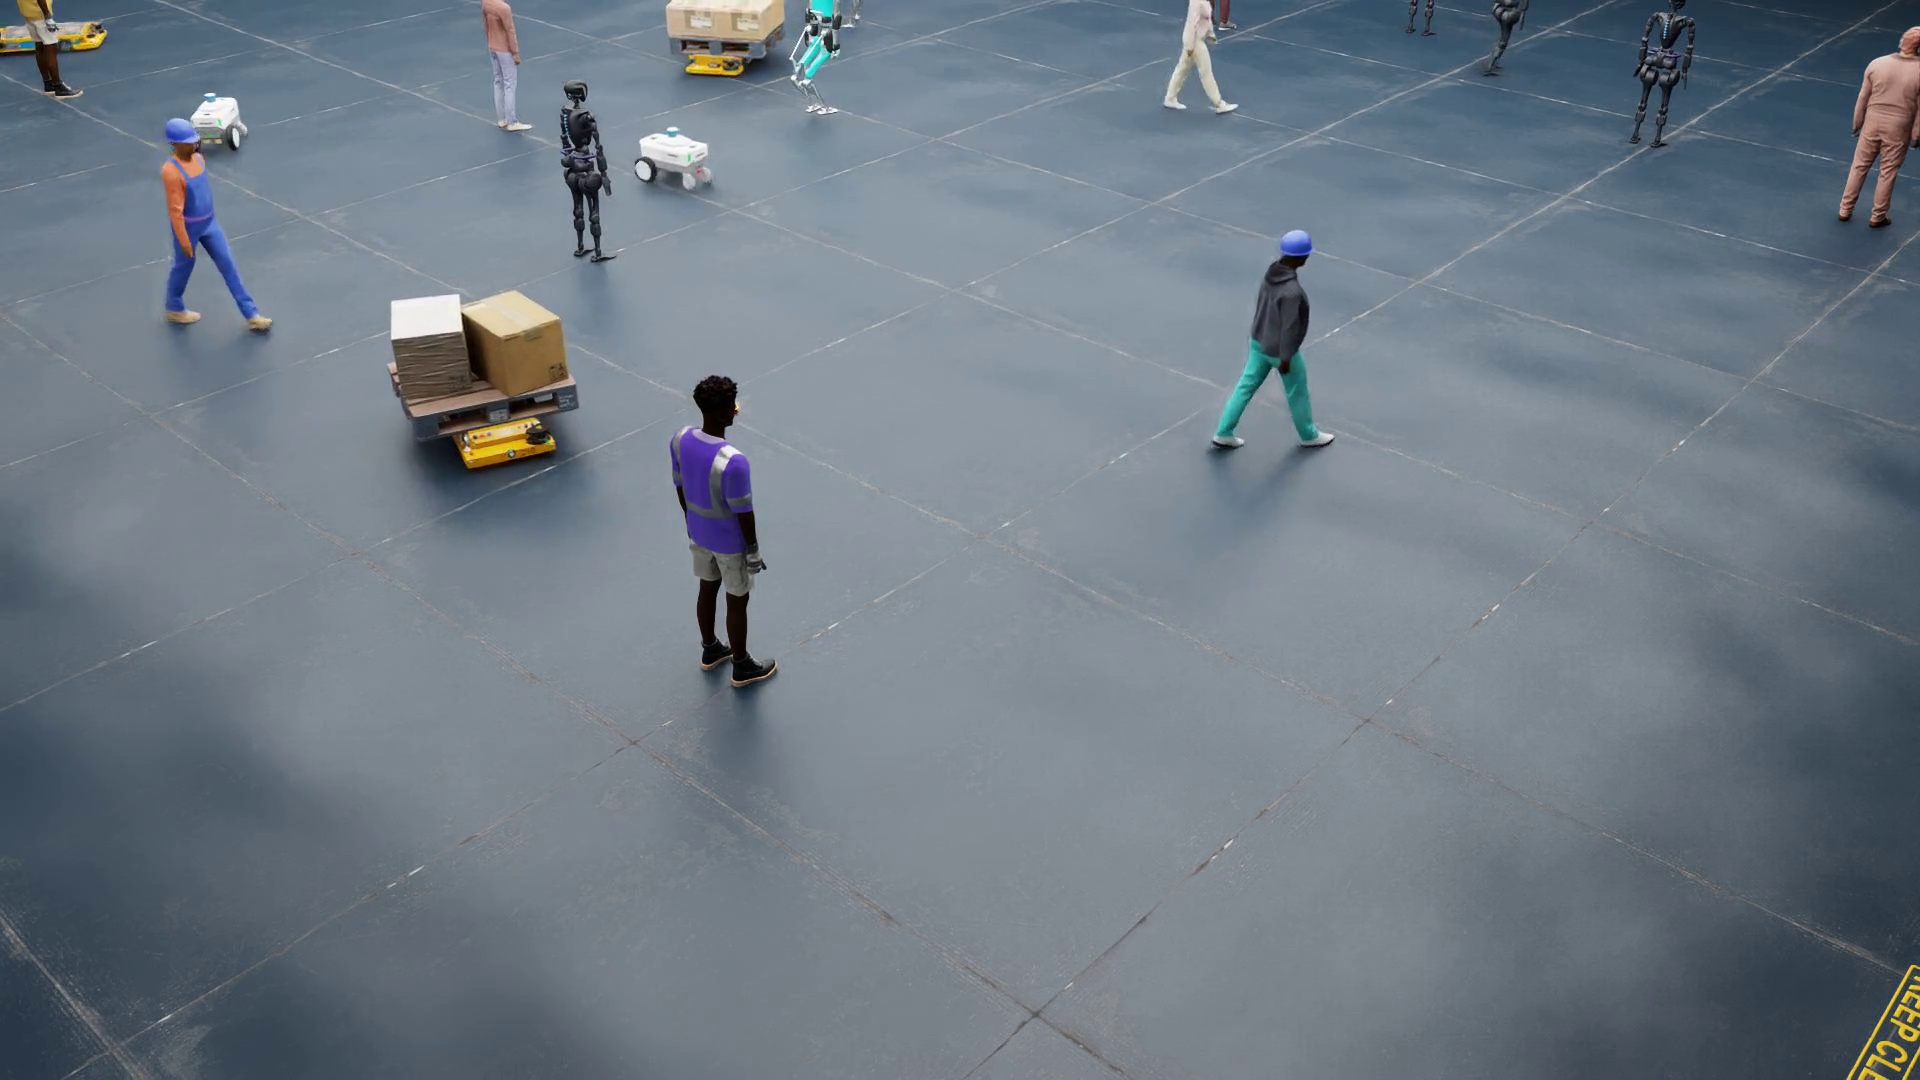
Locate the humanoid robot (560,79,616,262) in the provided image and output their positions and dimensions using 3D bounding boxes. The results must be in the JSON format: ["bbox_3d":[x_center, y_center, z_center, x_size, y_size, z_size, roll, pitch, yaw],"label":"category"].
[{"bbox_3d":[-3.465,-3.414,15.303,0.599,1.657,0.315,26,40,35],"label":"humanoid robot"}]

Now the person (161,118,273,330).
[{"bbox_3d":[-6.411,-2.632,13.899,1.041,1.855,0.517,11,33,17],"label":"person"}]

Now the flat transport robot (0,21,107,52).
[{"bbox_3d":[-11.960,-6.534,21.675,1.431,0.231,0.659,-8,33,-12],"label":"flat transport robot"}]

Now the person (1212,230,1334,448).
[{"bbox_3d":[2.308,-1.443,12.087,0.924,1.724,0.544,-9,33,-14],"label":"person"}]

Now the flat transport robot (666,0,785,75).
[{"bbox_3d":[-2.926,-6.186,21.115,0.659,0.231,1.431,6,32,10],"label":"flat transport robot"}]

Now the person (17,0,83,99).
[{"bbox_3d":[-10.807,-6.187,19.510,0.611,1.962,0.362,25,40,35],"label":"person"}]

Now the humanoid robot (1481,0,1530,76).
[{"bbox_3d":[6.687,-6.515,20.319,0.495,1.632,0.593,-10,33,-16],"label":"humanoid robot"}]

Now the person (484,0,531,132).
[{"bbox_3d":[-5.068,-5.460,18.539,0.368,1.758,0.539,-27,41,-36],"label":"person"}]

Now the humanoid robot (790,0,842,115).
[{"bbox_3d":[-1.676,-5.610,18.669,0.533,1.677,0.735,26,40,35],"label":"humanoid robot"}]

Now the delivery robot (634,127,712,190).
[{"bbox_3d":[-2.985,-3.984,17.311,0.811,0.608,0.499,18,36,26],"label":"delivery robot"}]

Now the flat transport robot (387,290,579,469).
[{"bbox_3d":[-3.627,-0.989,12.747,0.659,0.231,1.431,-15,35,-23],"label":"flat transport robot"}]

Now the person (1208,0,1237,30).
[{"bbox_3d":[3.508,-7.752,22.174,0.555,1.809,0.368,25,40,35],"label":"person"}]

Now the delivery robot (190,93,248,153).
[{"bbox_3d":[-8.173,-4.601,18.284,0.525,0.587,0.755,-4,32,-6],"label":"delivery robot"}]

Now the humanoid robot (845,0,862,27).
[{"bbox_3d":[-1.442,-7.803,22.318,0.777,1.777,0.567,20,37,29],"label":"humanoid robot"}]

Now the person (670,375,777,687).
[{"bbox_3d":[-1.374,-0.050,9.628,0.611,1.963,0.362,25,40,35],"label":"person"}]

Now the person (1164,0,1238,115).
[{"bbox_3d":[2.786,-5.702,19.023,0.879,1.650,0.468,6,32,9],"label":"person"}]

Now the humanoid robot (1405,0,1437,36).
[{"bbox_3d":[6.169,-7.543,21.953,0.599,1.657,0.315,26,40,35],"label":"humanoid robot"}]

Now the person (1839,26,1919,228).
[{"bbox_3d":[8.930,-3.967,15.991,0.651,1.905,0.406,25,40,35],"label":"person"}]

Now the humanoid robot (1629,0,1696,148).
[{"bbox_3d":[7.625,-5.138,18.082,0.599,1.655,0.315,26,40,35],"label":"humanoid robot"}]
